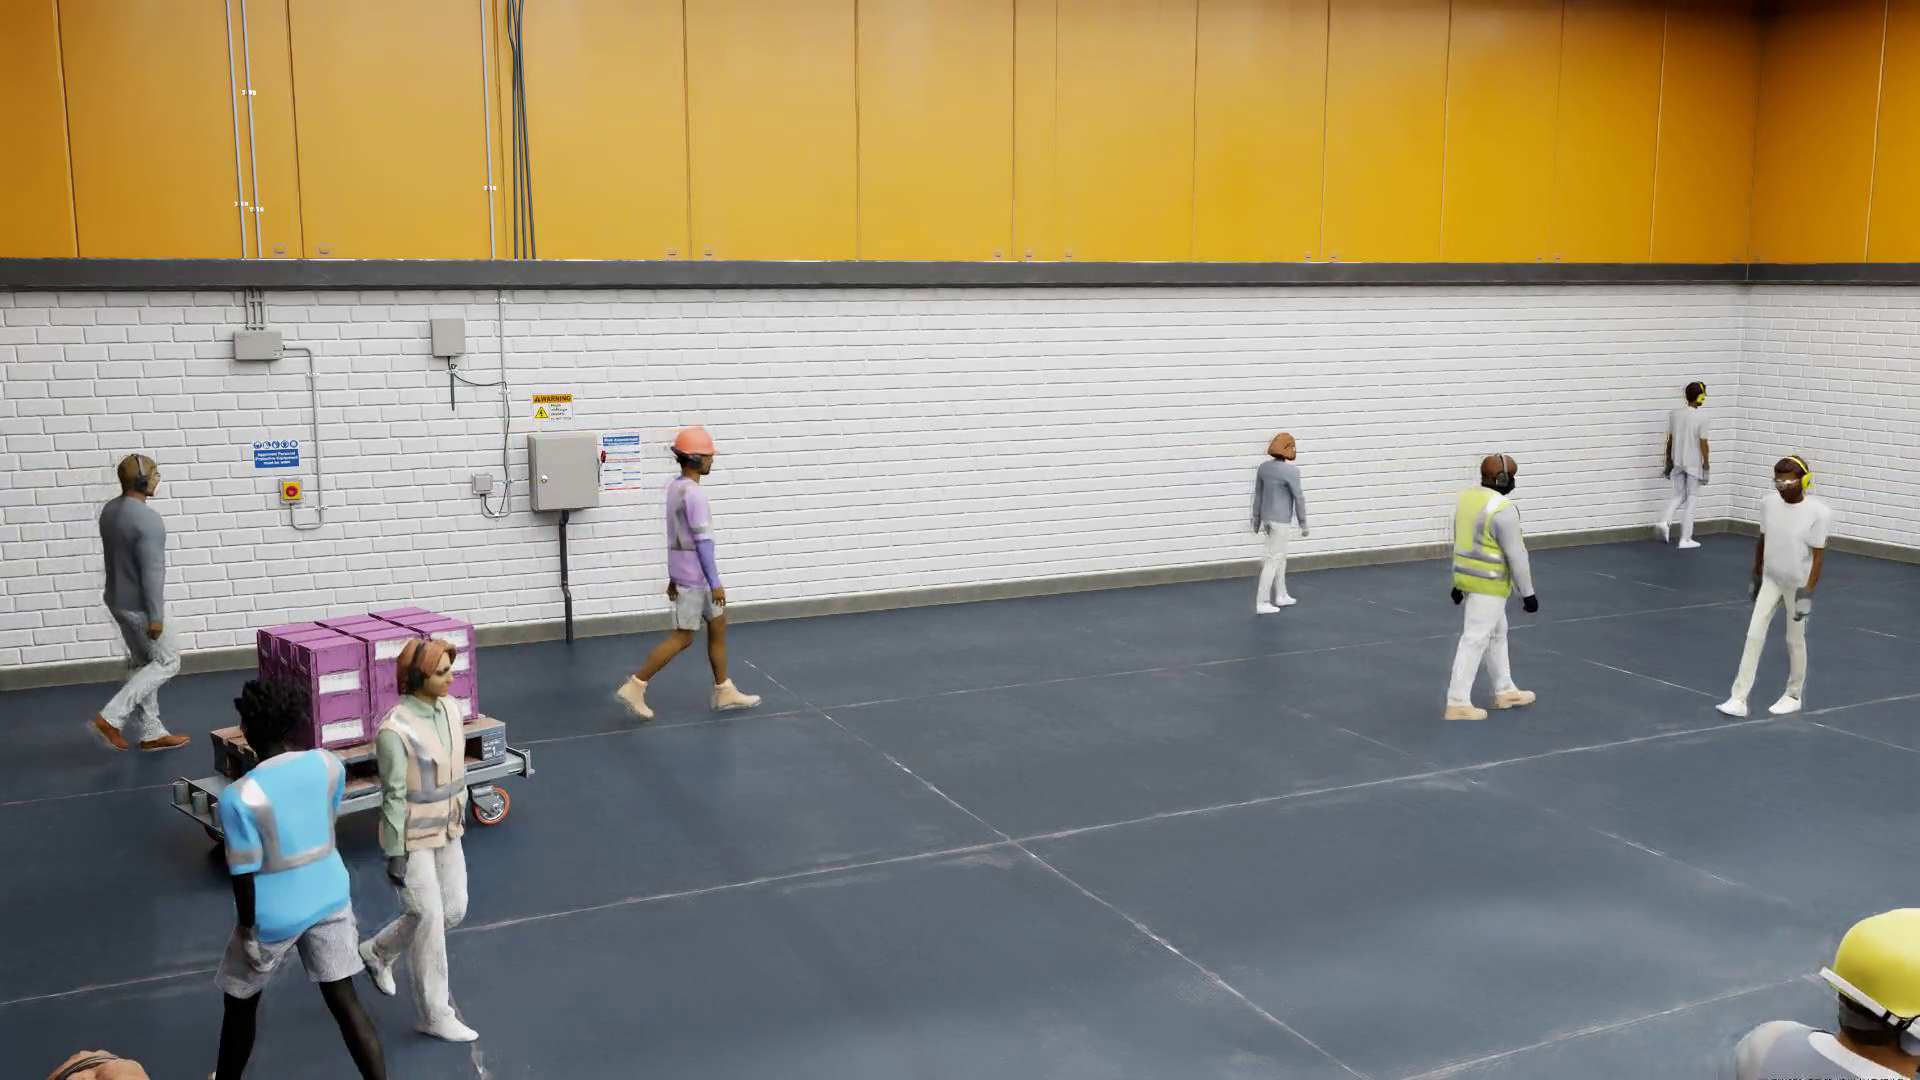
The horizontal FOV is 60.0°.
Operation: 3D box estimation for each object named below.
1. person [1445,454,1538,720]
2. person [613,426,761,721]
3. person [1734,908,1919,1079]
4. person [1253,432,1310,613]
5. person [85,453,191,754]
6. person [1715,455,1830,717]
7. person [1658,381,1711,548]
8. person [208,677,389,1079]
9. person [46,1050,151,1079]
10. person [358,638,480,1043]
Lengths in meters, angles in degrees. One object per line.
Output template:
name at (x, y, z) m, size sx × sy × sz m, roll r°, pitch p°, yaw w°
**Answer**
person at (3.685, 0.325, 11.288) m, size 0.861 × 1.809 × 0.649 m, roll -1°, pitch 9°, yaw -7°
person at (-1.882, 0.227, 11.291) m, size 0.985 × 2.008 × 0.609 m, roll -3°, pitch 10°, yaw -17°
person at (1.782, 1.601, 3.393) m, size 0.903 × 1.799 × 0.583 m, roll -3°, pitch 10°, yaw -20°
person at (2.905, -0.155, 14.861) m, size 0.694 × 1.609 × 0.500 m, roll -5°, pitch 10°, yaw -27°
person at (-5.164, 0.423, 10.332) m, size 0.625 × 1.922 × 0.587 m, roll 7°, pitch 12°, yaw 39°
person at (5.499, 0.331, 11.221) m, size 0.918 × 1.812 × 0.583 m, roll -6°, pitch 11°, yaw -35°
person at (7.944, -0.813, 18.213) m, size 0.477 × 1.846 × 0.542 m, roll -5°, pitch 11°, yaw -30°
person at (-2.349, 1.286, 5.835) m, size 0.868 × 1.642 × 0.521 m, roll 6°, pitch 11°, yaw 31°
person at (-1.561, 1.727, 3.091) m, size 0.314 × 1.641 × 0.515 m, roll 7°, pitch 11°, yaw 36°
person at (-2.182, 1.173, 6.603) m, size 0.554 × 1.623 × 0.513 m, roll 3°, pitch 10°, yaw 16°
